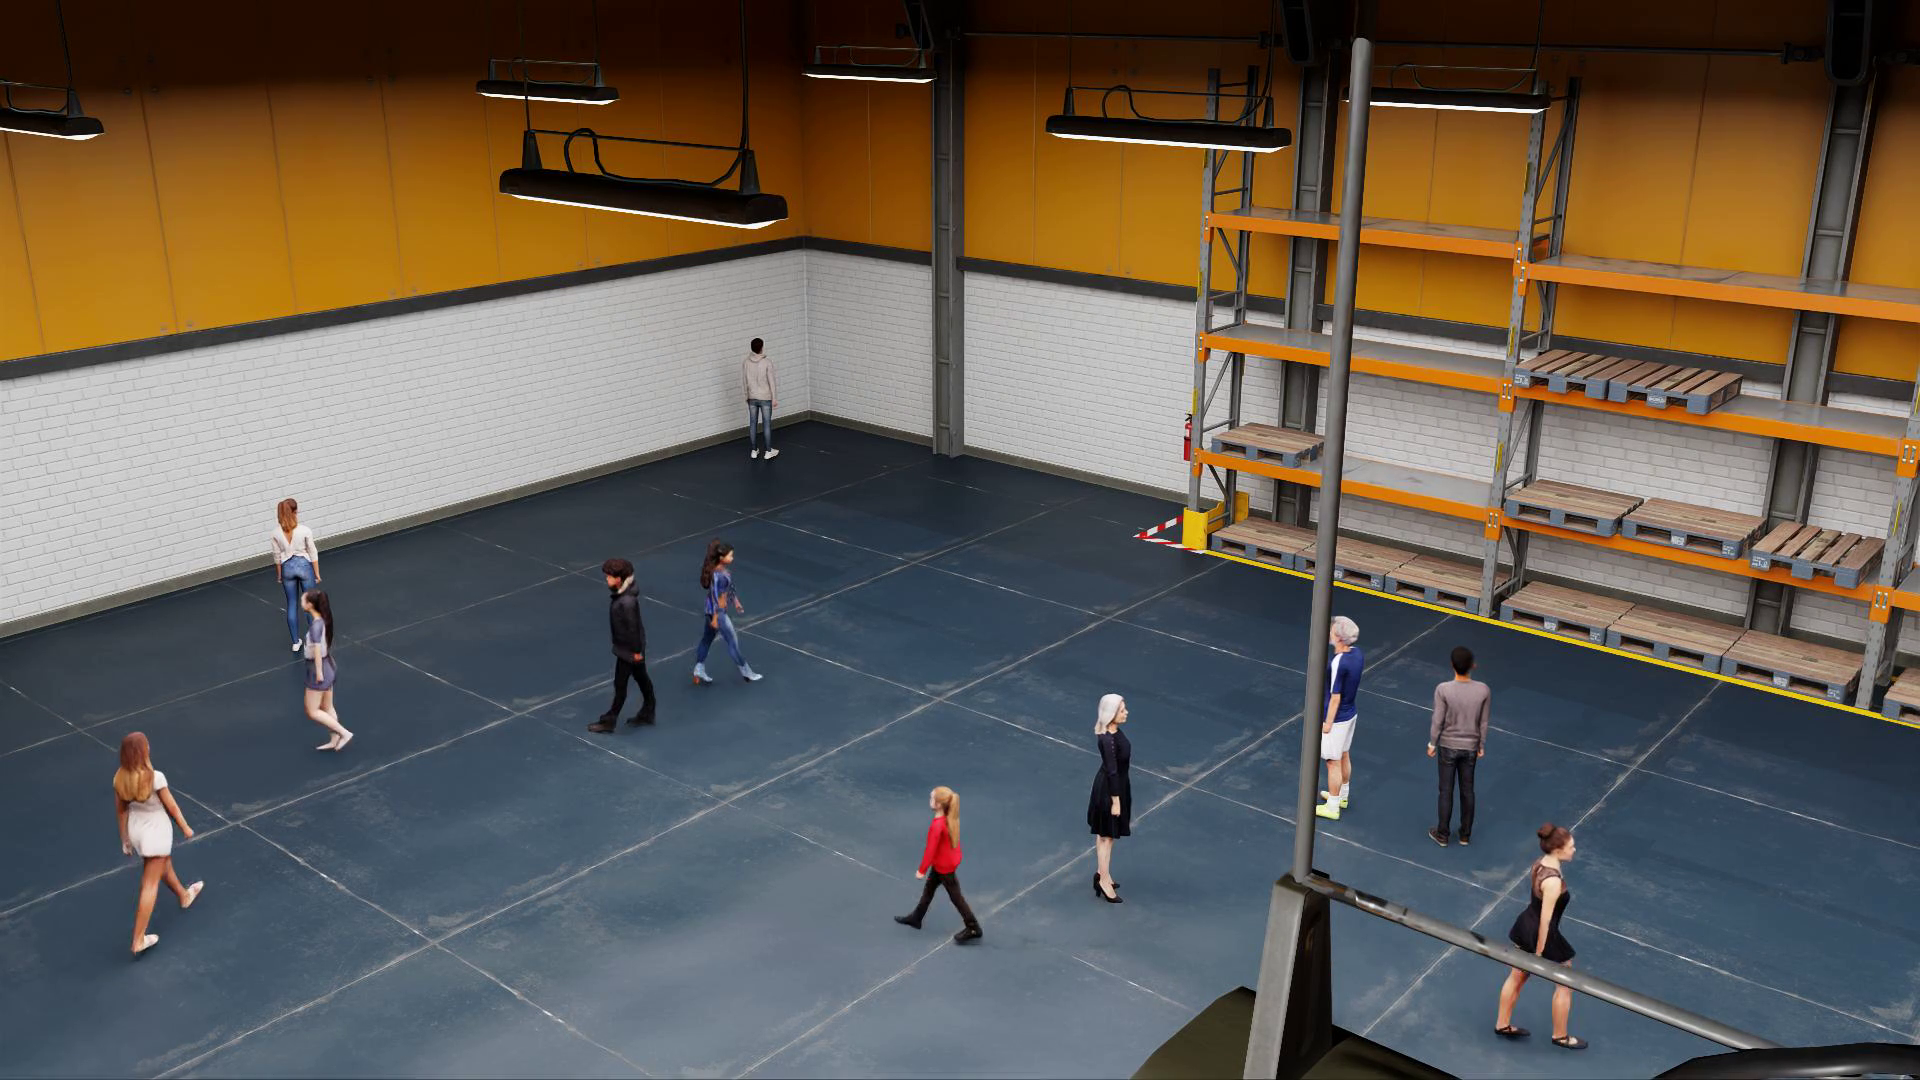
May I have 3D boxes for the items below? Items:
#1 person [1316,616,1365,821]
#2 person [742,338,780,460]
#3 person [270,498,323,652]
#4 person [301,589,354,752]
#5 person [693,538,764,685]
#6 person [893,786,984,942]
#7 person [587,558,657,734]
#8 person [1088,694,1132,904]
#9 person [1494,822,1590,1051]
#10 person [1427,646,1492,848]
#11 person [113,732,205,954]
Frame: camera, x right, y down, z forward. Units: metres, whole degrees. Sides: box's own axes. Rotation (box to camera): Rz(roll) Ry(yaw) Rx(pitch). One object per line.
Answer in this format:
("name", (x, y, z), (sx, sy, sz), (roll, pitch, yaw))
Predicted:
("person", (3.303, 1.529, 14.492), (0.591, 1.839, 0.658), (12, 22, 31))
("person", (-3.080, -2.180, 25.483), (0.681, 1.853, 0.812), (4, 19, 12))
("person", (-7.217, 0.371, 18.119), (0.681, 1.719, 0.738), (-2, 19, -5))
("person", (-5.920, 1.248, 15.645), (0.797, 1.635, 0.736), (-2, 19, -5))
("person", (-2.575, 0.769, 17.136), (1.060, 1.591, 1.000), (-3, 19, -9))
("person", (-0.059, 2.481, 12.593), (0.999, 1.247, 0.795), (3, 19, 10))
("person", (-3.121, 1.013, 16.172), (0.980, 1.744, 0.992), (-7, 20, -19))
("person", (1.199, 2.022, 13.171), (0.745, 1.746, 0.705), (1, 19, 3))
("person", (3.869, 2.689, 11.334), (0.925, 1.655, 0.828), (1, 19, 2))
("person", (4.189, 1.737, 13.986), (0.767, 1.766, 0.685), (-15, 24, -37))
("person", (-6.139, 2.295, 12.519), (1.147, 1.645, 0.974), (5, 19, 13))
